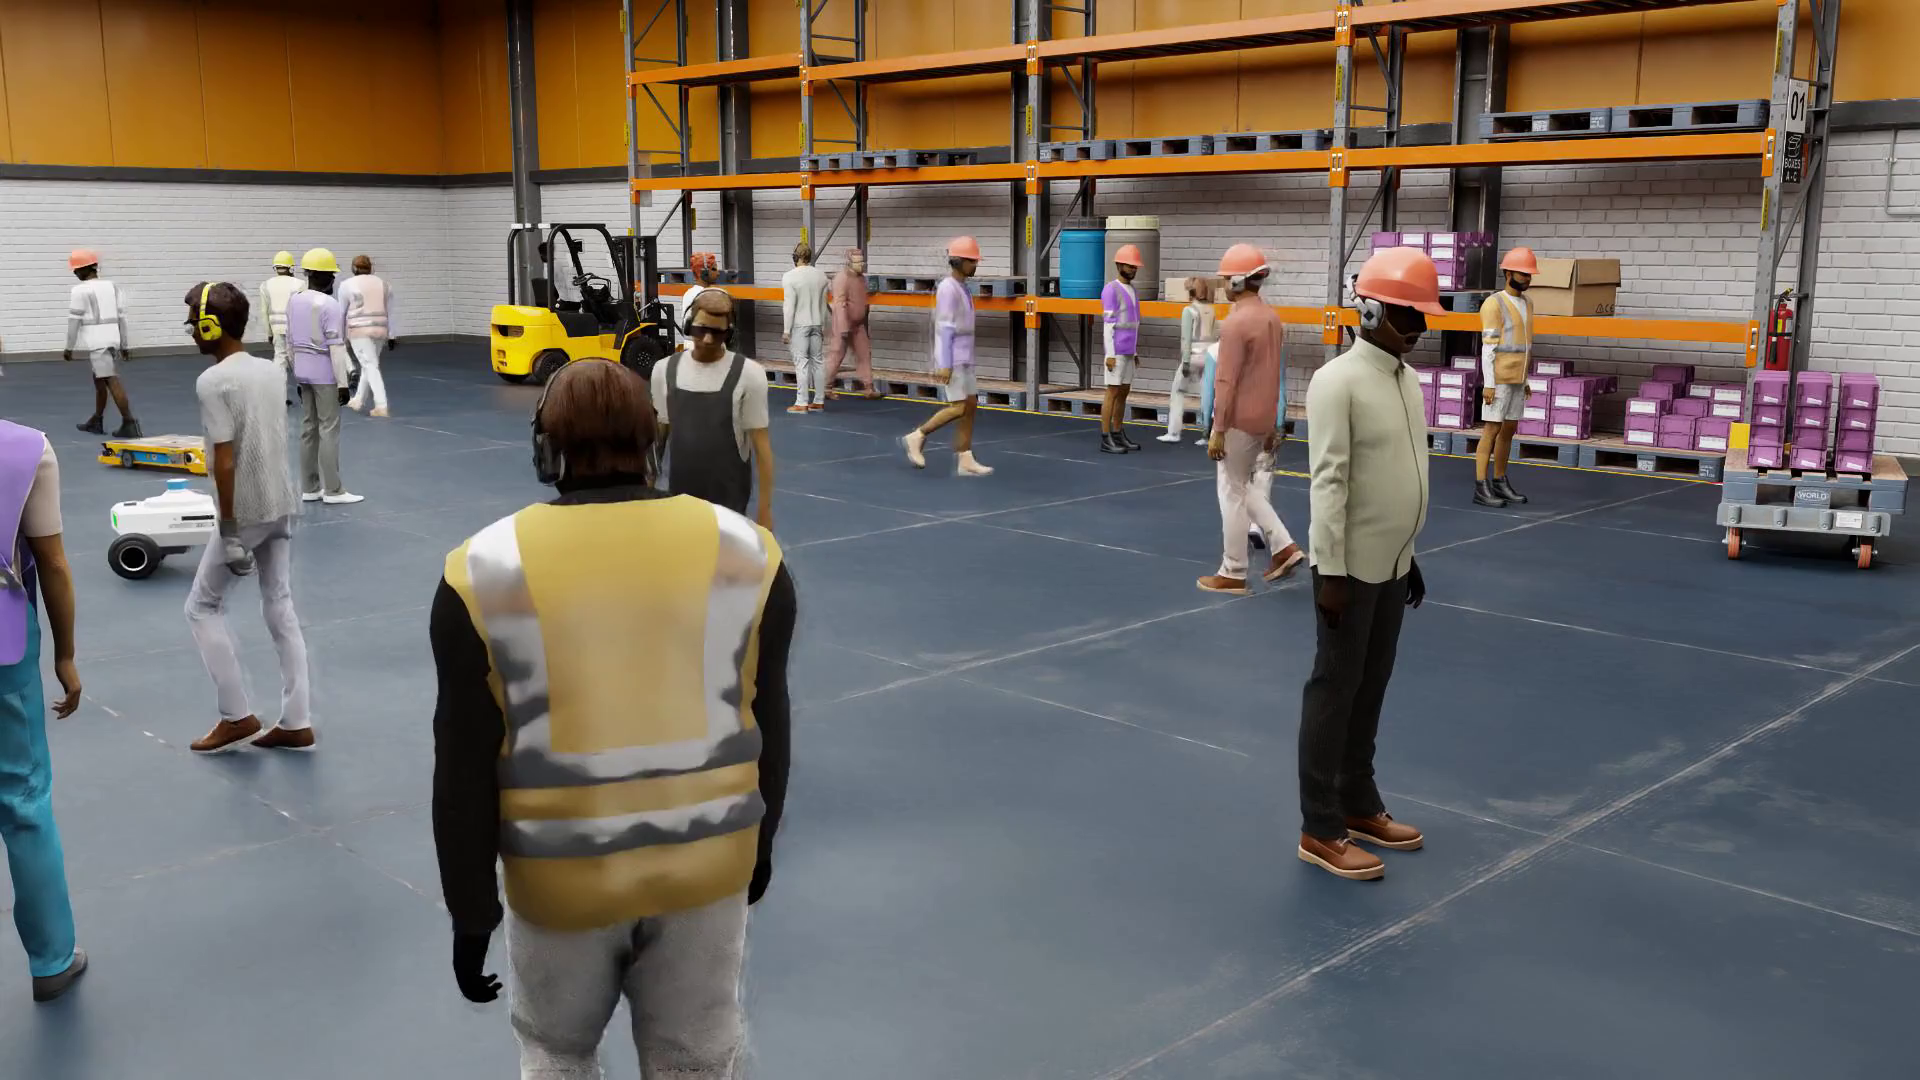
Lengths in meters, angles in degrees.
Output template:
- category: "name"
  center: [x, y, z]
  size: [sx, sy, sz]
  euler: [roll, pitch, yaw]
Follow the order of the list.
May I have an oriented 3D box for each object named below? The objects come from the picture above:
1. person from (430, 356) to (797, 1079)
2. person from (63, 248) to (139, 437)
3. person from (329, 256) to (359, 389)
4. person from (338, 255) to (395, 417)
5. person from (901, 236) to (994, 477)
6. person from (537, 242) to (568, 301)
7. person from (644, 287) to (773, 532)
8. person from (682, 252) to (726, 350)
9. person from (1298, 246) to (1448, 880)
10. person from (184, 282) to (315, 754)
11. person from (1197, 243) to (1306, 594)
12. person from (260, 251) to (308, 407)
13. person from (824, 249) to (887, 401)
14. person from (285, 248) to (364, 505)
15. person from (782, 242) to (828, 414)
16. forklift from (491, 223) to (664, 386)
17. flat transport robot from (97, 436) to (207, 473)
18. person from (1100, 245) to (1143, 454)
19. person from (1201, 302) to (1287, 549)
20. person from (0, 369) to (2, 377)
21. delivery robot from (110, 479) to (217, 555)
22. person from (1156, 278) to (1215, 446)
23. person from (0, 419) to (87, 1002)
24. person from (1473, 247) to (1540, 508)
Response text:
- category: "person"
  center: [-0.592, 0.592, 2.955]
  size: [0.632, 1.816, 0.446]
  euler: [-3, 11, -16]
- category: "person"
  center: [-8.693, -1.965, 16.669]
  size: [0.937, 1.881, 0.556]
  euler: [3, 11, 15]
- category: "person"
  center: [-8.028, -2.777, 21.315]
  size: [0.546, 1.815, 0.595]
  euler: [9, 14, 39]
- category: "person"
  center: [-6.749, -2.299, 18.746]
  size: [0.935, 1.788, 0.613]
  euler: [7, 13, 35]
- category: "person"
  center: [-0.088, -1.529, 13.924]
  size: [0.683, 2.019, 0.615]
  euler: [3, 11, 15]
- category: "person"
  center: [-6.457, -3.798, 26.601]
  size: [0.369, 1.928, 0.749]
  euler: [1, 10, 7]
- category: "person"
  center: [-1.061, -0.165, 7.072]
  size: [0.596, 1.815, 0.524]
  euler: [3, 11, 18]
- category: "person"
  center: [-2.117, -1.447, 13.867]
  size: [0.355, 1.882, 0.576]
  euler: [-5, 12, -27]
- category: "person"
  center: [1.321, 0.068, 5.323]
  size: [0.393, 1.986, 0.611]
  euler: [8, 13, 38]
- category: "person"
  center: [-2.811, -0.074, 6.486]
  size: [0.599, 1.843, 0.510]
  euler: [3, 11, 18]
- category: "person"
  center: [1.615, -0.658, 9.317]
  size: [0.482, 1.978, 0.616]
  euler: [7, 12, 32]
- category: "person"
  center: [-7.899, -2.479, 19.615]
  size: [0.586, 1.837, 0.403]
  euler: [1, 10, 4]
- category: "person"
  center: [-1.309, -2.597, 20.224]
  size: [0.976, 1.857, 0.671]
  euler: [6, 12, 30]
- category: "person"
  center: [-4.814, -1.231, 12.567]
  size: [0.593, 1.925, 0.384]
  euler: [7, 13, 34]
- category: "person"
  center: [-1.771, -2.406, 18.943]
  size: [0.377, 1.940, 0.629]
  euler: [10, 14, 44]
- category: "forklift"
  center: [-5.316, -3.263, 22.920]
  size: [2.313, 2.155, 1.214]
  euler: [-10, 14, -44]
- category: "flat transport robot"
  center: [-6.793, -0.764, 14.541]
  size: [1.431, 0.197, 0.652]
  euler: [6, 12, 28]
- category: "person"
  center: [1.530, -1.772, 15.496]
  size: [0.373, 1.933, 0.549]
  euler: [7, 12, 33]
- category: "person"
  center: [1.796, -0.719, 10.558]
  size: [0.546, 1.625, 0.357]
  euler: [2, 11, 11]
- category: "person"
  center: [-8.603, -1.531, 14.406]
  size: [0.391, 1.852, 0.547]
  euler: [8, 13, 39]
- category: "delivery robot"
  center: [-4.703, -0.124, 10.021]
  size: [0.707, 0.478, 0.477]
  euler: [-3, 11, -18]
- category: "person"
  center: [2.211, -1.713, 16.050]
  size: [0.701, 1.613, 0.540]
  euler: [10, 14, 43]
- category: "person"
  center: [-2.582, 0.330, 4.277]
  size: [0.566, 1.846, 0.389]
  euler: [-6, 12, -28]
- category: "person"
  center: [4.116, -1.211, 12.437]
  size: [0.552, 1.932, 0.377]
  euler: [-8, 13, -38]
